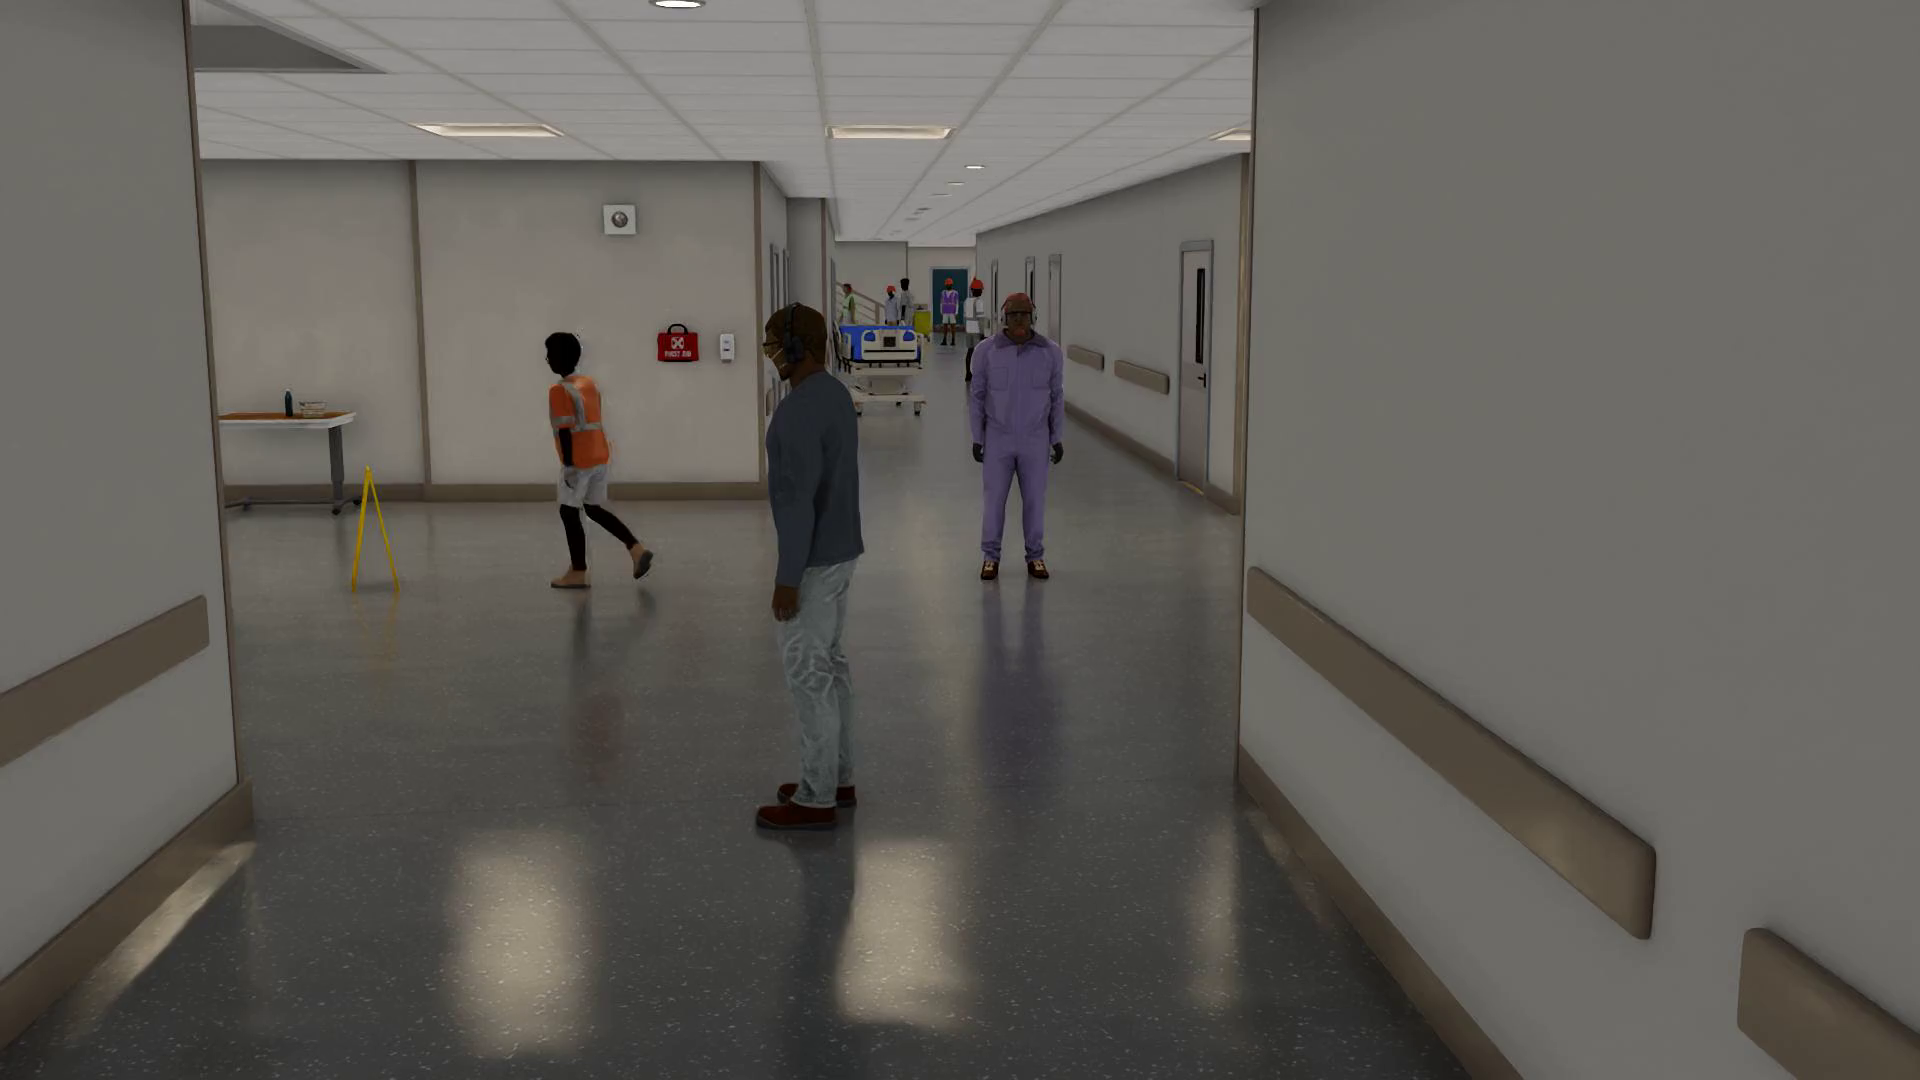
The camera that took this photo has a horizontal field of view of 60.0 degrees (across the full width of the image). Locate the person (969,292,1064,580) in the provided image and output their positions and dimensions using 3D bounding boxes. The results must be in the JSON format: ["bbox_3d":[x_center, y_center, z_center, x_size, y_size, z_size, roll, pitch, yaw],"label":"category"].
[{"bbox_3d":[0.382,-0.685,11.080,0.638,1.909,0.408,-1,9,-4],"label":"person"}]

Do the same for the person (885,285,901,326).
[{"bbox_3d":[-1.811,-5.884,44.200,0.337,1.747,0.573,-9,13,-44],"label":"person"}]

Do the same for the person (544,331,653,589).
[{"bbox_3d":[-2.341,-0.504,10.694,0.612,1.671,0.545,2,9,13],"label":"person"}]

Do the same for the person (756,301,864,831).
[{"bbox_3d":[-0.545,0.093,6.142,0.372,1.929,0.636,1,9,8],"label":"person"}]

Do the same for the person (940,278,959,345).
[{"bbox_3d":[-0.316,-6.576,47.962,0.543,1.939,0.360,3,9,16],"label":"person"}]

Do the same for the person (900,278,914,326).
[{"bbox_3d":[-1.394,-5.851,43.368,0.384,1.952,0.620,3,10,20],"label":"person"}]

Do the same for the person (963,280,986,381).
[{"bbox_3d":[0.307,-3.997,31.780,0.373,1.934,0.551,-6,11,-35],"label":"person"}]
